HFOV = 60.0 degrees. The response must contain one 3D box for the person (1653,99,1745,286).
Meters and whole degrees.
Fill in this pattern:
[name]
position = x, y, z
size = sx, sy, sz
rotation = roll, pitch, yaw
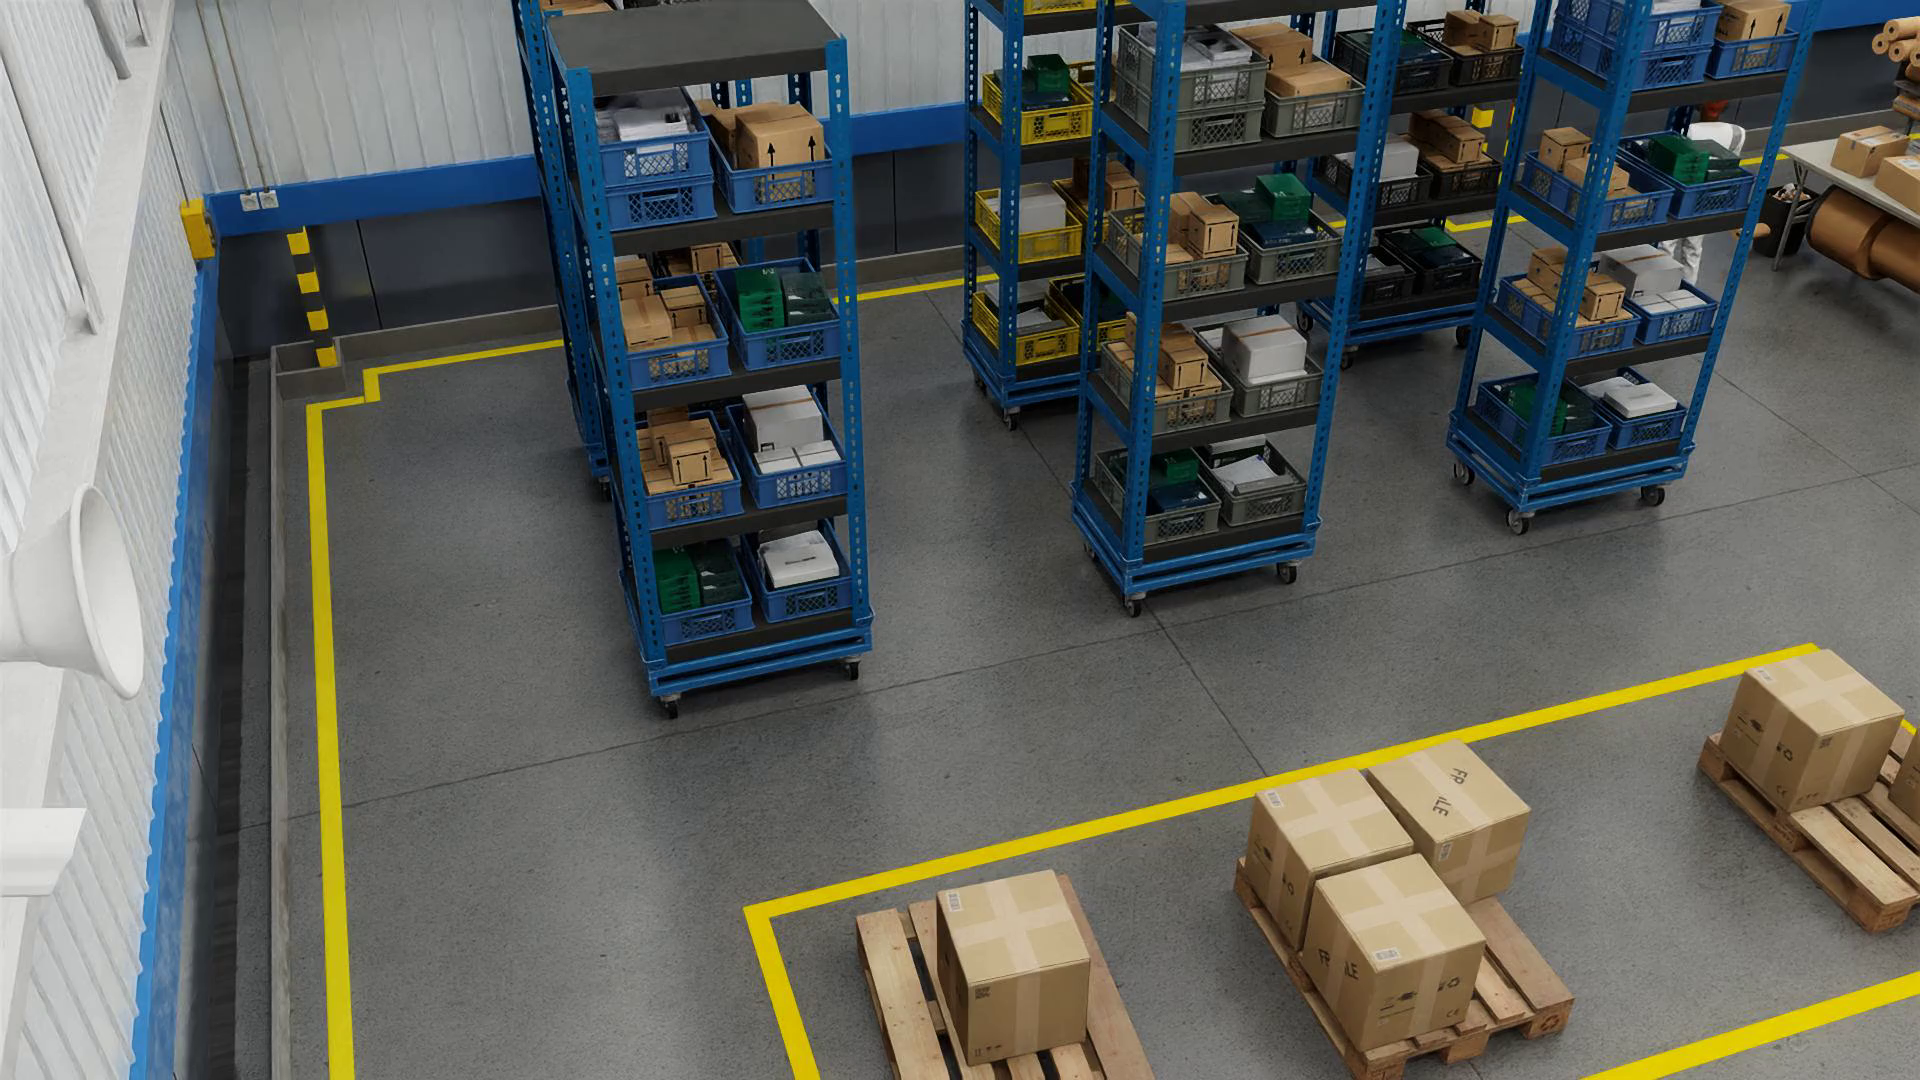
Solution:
[person]
position = 5.269, -2.416, 12.082
size = 0.574, 1.882, 0.356
rotation = -3, 35, -4
